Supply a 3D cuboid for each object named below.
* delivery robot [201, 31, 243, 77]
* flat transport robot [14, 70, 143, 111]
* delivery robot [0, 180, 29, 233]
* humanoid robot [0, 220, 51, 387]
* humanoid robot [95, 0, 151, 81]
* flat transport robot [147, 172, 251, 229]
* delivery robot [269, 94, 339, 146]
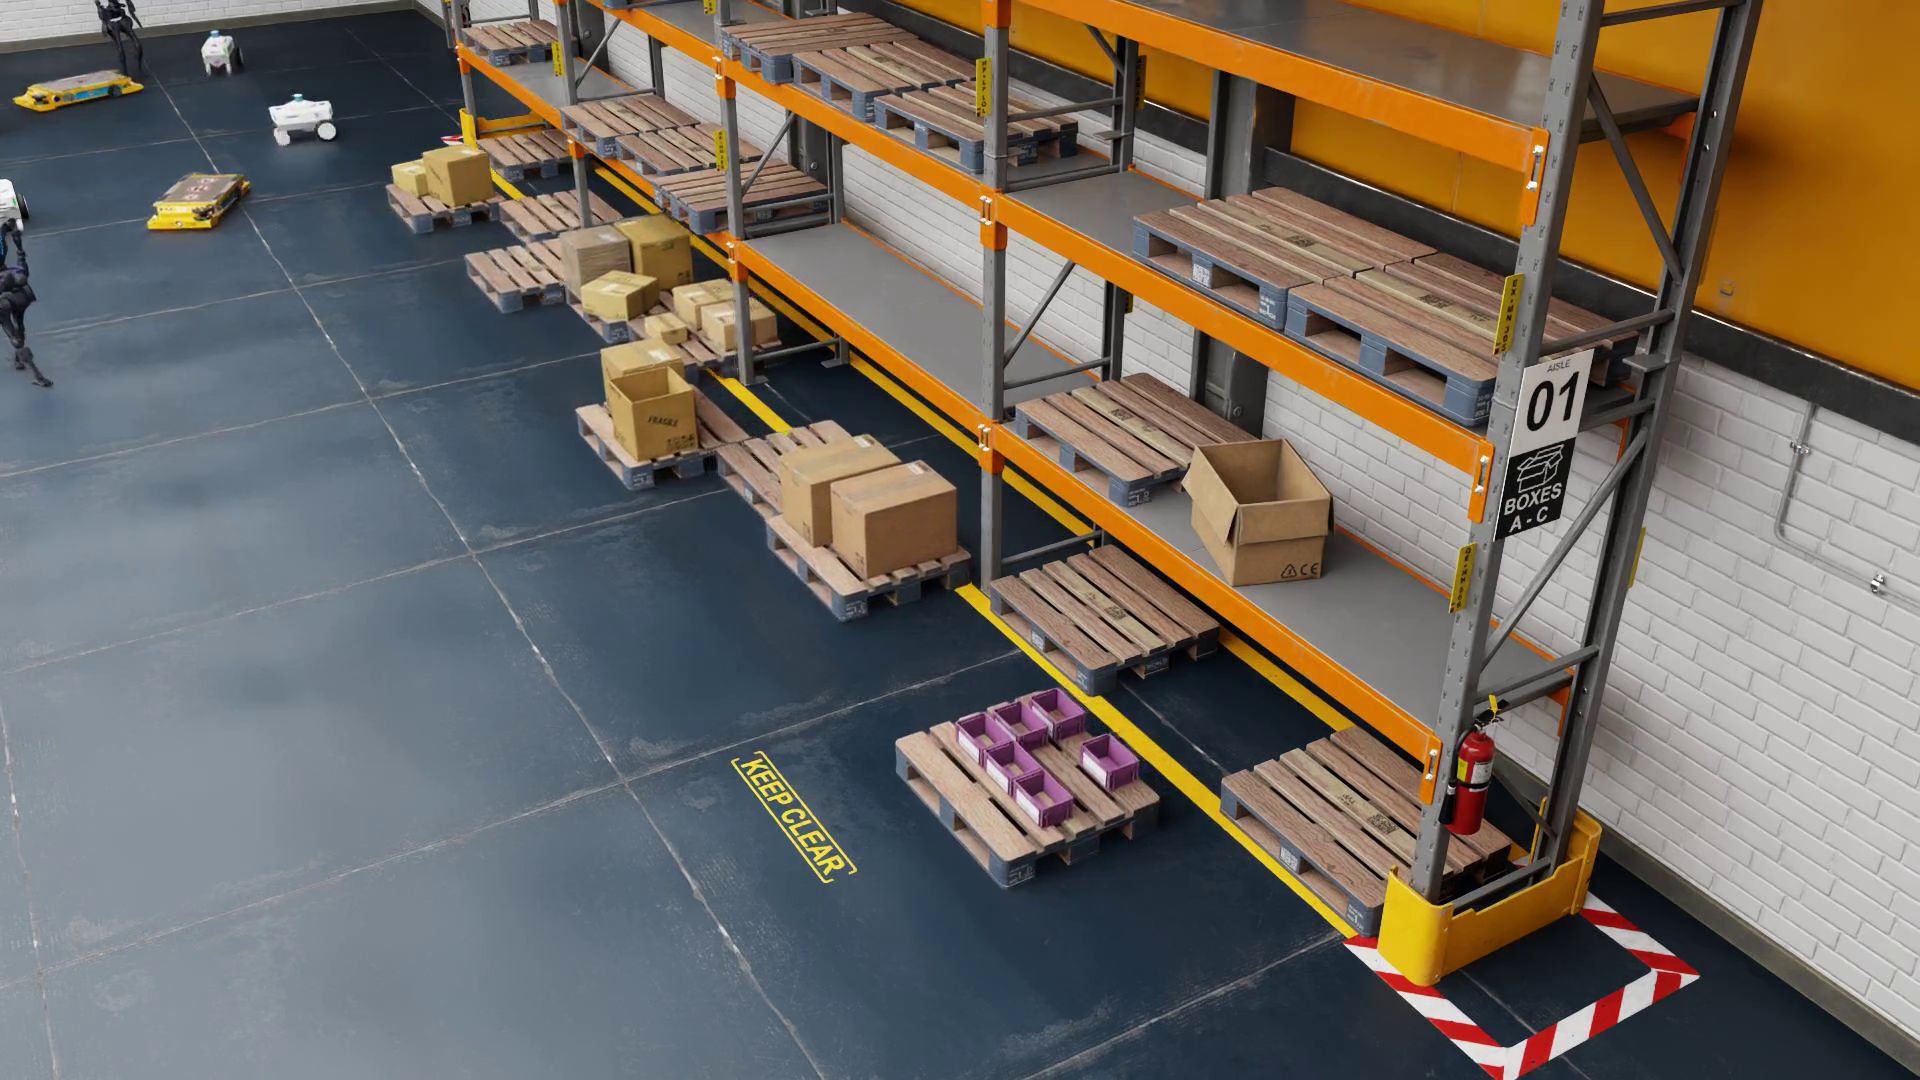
[{"bbox_3d":[-10.474,-6.889,23.523,0.499,0.613,0.807,-7,30,-12],"label":"delivery robot"},{"bbox_3d":[-11.791,-6.017,22.255,0.659,0.231,1.431,21,36,32],"label":"flat transport robot"},{"bbox_3d":[-10.195,-3.579,17.638,0.499,0.572,0.747,-16,33,-26],"label":"delivery robot"},{"bbox_3d":[-8.086,-2.105,13.958,0.744,1.628,0.607,15,33,24],"label":"humanoid robot"},{"bbox_3d":[-11.566,-7.158,22.832,0.337,1.649,0.606,14,32,23],"label":"humanoid robot"},{"bbox_3d":[-8.316,-3.716,18.192,0.659,0.231,1.431,-2,30,-4],"label":"flat transport robot"},{"bbox_3d":[-8.098,-5.205,20.501,0.745,0.565,0.499,-13,32,-22],"label":"delivery robot"}]
